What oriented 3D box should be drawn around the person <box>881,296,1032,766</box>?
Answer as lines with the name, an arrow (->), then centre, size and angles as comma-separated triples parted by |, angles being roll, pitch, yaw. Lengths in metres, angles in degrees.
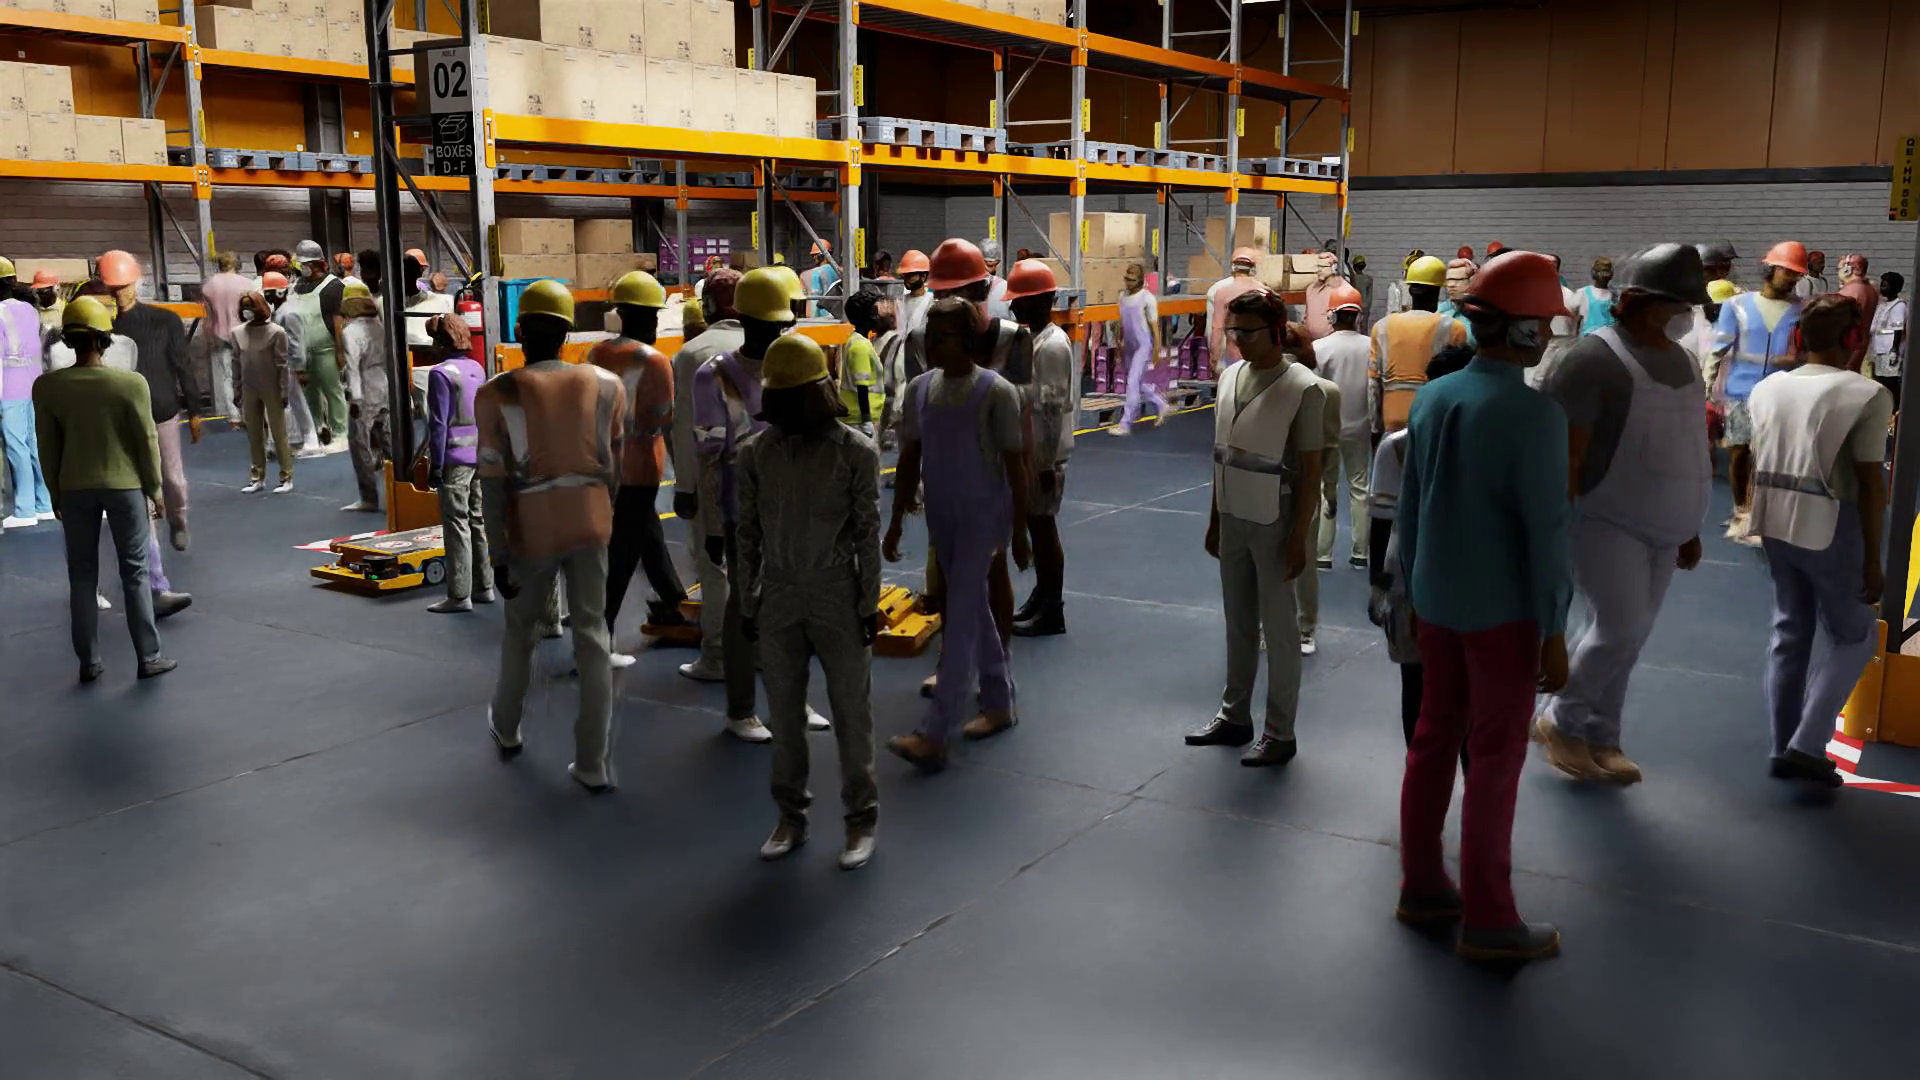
person -> -0.049, -0.038, 6.498 | 0.502, 1.796, 0.917 | 9, 14, 41

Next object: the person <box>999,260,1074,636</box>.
person -> 0.385, -0.462, 8.526 | 0.388, 1.926, 0.549 | -2, 10, -9

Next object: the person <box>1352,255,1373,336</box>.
person -> 6.653, -3.870, 27.837 | 0.525, 1.769, 0.308 | -3, 11, -18

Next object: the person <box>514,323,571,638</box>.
person -> -2.107, -0.317, 8.534 | 0.315, 1.630, 0.511 | 5, 11, 26

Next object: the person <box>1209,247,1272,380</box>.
person -> 2.532, -1.648, 14.978 | 0.677, 1.967, 0.482 | -5, 11, -24

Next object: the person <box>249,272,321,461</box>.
person -> -6.282, -1.583, 15.259 | 0.766, 1.718, 0.598 | -7, 12, -33

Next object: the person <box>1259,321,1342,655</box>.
person -> 1.608, -0.256, 8.177 | 0.499, 1.634, 0.281 | 4, 11, 20

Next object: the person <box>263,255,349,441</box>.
person -> -6.596, -1.908, 16.604 | 0.762, 1.907, 0.599 | -5, 11, -24

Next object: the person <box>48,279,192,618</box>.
person -> -4.549, -0.475, 8.882 | 0.988, 1.812, 0.556 | 7, 12, 34

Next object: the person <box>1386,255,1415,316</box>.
person -> 5.630, -2.644, 20.854 | 0.600, 1.831, 0.404 | -2, 10, -12

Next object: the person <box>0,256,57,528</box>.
person -> -6.713, -1.048, 11.778 | 0.398, 1.920, 0.586 | 0, 10, 0

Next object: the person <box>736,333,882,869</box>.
person -> -0.494, 0.201, 5.379 | 0.492, 1.731, 0.324 | 2, 11, 13

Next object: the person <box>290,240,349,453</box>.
person -> -6.154, -1.844, 15.848 | 0.680, 2.000, 0.535 | 5, 11, 25

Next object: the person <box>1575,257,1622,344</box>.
person -> 6.542, -1.970, 17.085 | 0.513, 1.845, 0.335 | -1, 10, -4

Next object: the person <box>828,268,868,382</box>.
person -> -1.139, -2.176, 18.074 | 0.598, 1.907, 0.408 | -4, 11, -21

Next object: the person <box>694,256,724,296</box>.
person -> -2.975, -2.460, 19.843 | 0.389, 1.836, 0.561 | 4, 11, 23

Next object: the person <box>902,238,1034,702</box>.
person -> 0.023, -0.297, 7.315 | 0.613, 2.033, 0.410 | 4, 11, 21

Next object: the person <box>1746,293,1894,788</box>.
person -> 3.152, 0.018, 6.109 | 0.473, 1.828, 0.609 | -5, 11, -24

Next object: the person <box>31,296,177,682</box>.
person -> -3.932, -0.226, 7.640 | 0.522, 1.771, 0.306 | -2, 10, -9

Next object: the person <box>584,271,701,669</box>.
person -> -1.503, -0.342, 8.003 | 1.001, 1.867, 0.601 | -10, 14, -43

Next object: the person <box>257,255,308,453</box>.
person -> -6.445, -1.767, 15.857 | 0.584, 1.882, 0.344 | 6, 12, 30

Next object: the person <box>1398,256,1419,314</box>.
person -> 5.623, -2.618, 20.738 | 0.403, 1.824, 0.715 | 6, 12, 30

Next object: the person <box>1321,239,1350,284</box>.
person -> 5.956, -3.841, 26.913 | 0.539, 2.000, 0.689 | -3, 11, -18

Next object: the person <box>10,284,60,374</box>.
person -> -7.325, -1.175, 13.125 | 0.542, 1.680, 0.441 | -2, 10, -11

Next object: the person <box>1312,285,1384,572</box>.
person -> 2.332, -0.683, 10.210 | 0.572, 1.749, 0.341 | -2, 10, -12

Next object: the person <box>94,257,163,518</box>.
person -> -6.048, -1.081, 11.992 | 0.641, 1.908, 0.407 | 7, 12, 34

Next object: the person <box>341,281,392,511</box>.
person -> -4.450, -1.078, 12.503 | 0.378, 1.723, 0.503 | 3, 11, 17

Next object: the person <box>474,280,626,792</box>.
person -> -1.566, -0.037, 6.325 | 0.587, 1.866, 0.948 | -6, 12, -28

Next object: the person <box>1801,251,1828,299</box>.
person -> 10.511, -2.622, 20.598 | 0.574, 1.883, 0.355 | -5, 11, -26

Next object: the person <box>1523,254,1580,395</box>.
person -> 4.979, -1.494, 14.304 | 0.643, 1.902, 0.399 | -4, 11, -20

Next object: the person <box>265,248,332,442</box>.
person -> -6.631, -1.911, 16.479 | 0.691, 1.948, 0.632 | 9, 14, 42

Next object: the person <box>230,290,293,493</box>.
person -> -5.599, -1.182, 13.334 | 0.509, 1.625, 0.290 | 2, 10, 10

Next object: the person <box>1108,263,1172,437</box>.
person -> 1.898, -1.976, 17.268 | 0.794, 1.802, 0.585 | -7, 12, -33

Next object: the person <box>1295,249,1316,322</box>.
person -> 5.331, -3.524, 25.588 | 0.343, 1.882, 0.585 | -1, 10, -5
